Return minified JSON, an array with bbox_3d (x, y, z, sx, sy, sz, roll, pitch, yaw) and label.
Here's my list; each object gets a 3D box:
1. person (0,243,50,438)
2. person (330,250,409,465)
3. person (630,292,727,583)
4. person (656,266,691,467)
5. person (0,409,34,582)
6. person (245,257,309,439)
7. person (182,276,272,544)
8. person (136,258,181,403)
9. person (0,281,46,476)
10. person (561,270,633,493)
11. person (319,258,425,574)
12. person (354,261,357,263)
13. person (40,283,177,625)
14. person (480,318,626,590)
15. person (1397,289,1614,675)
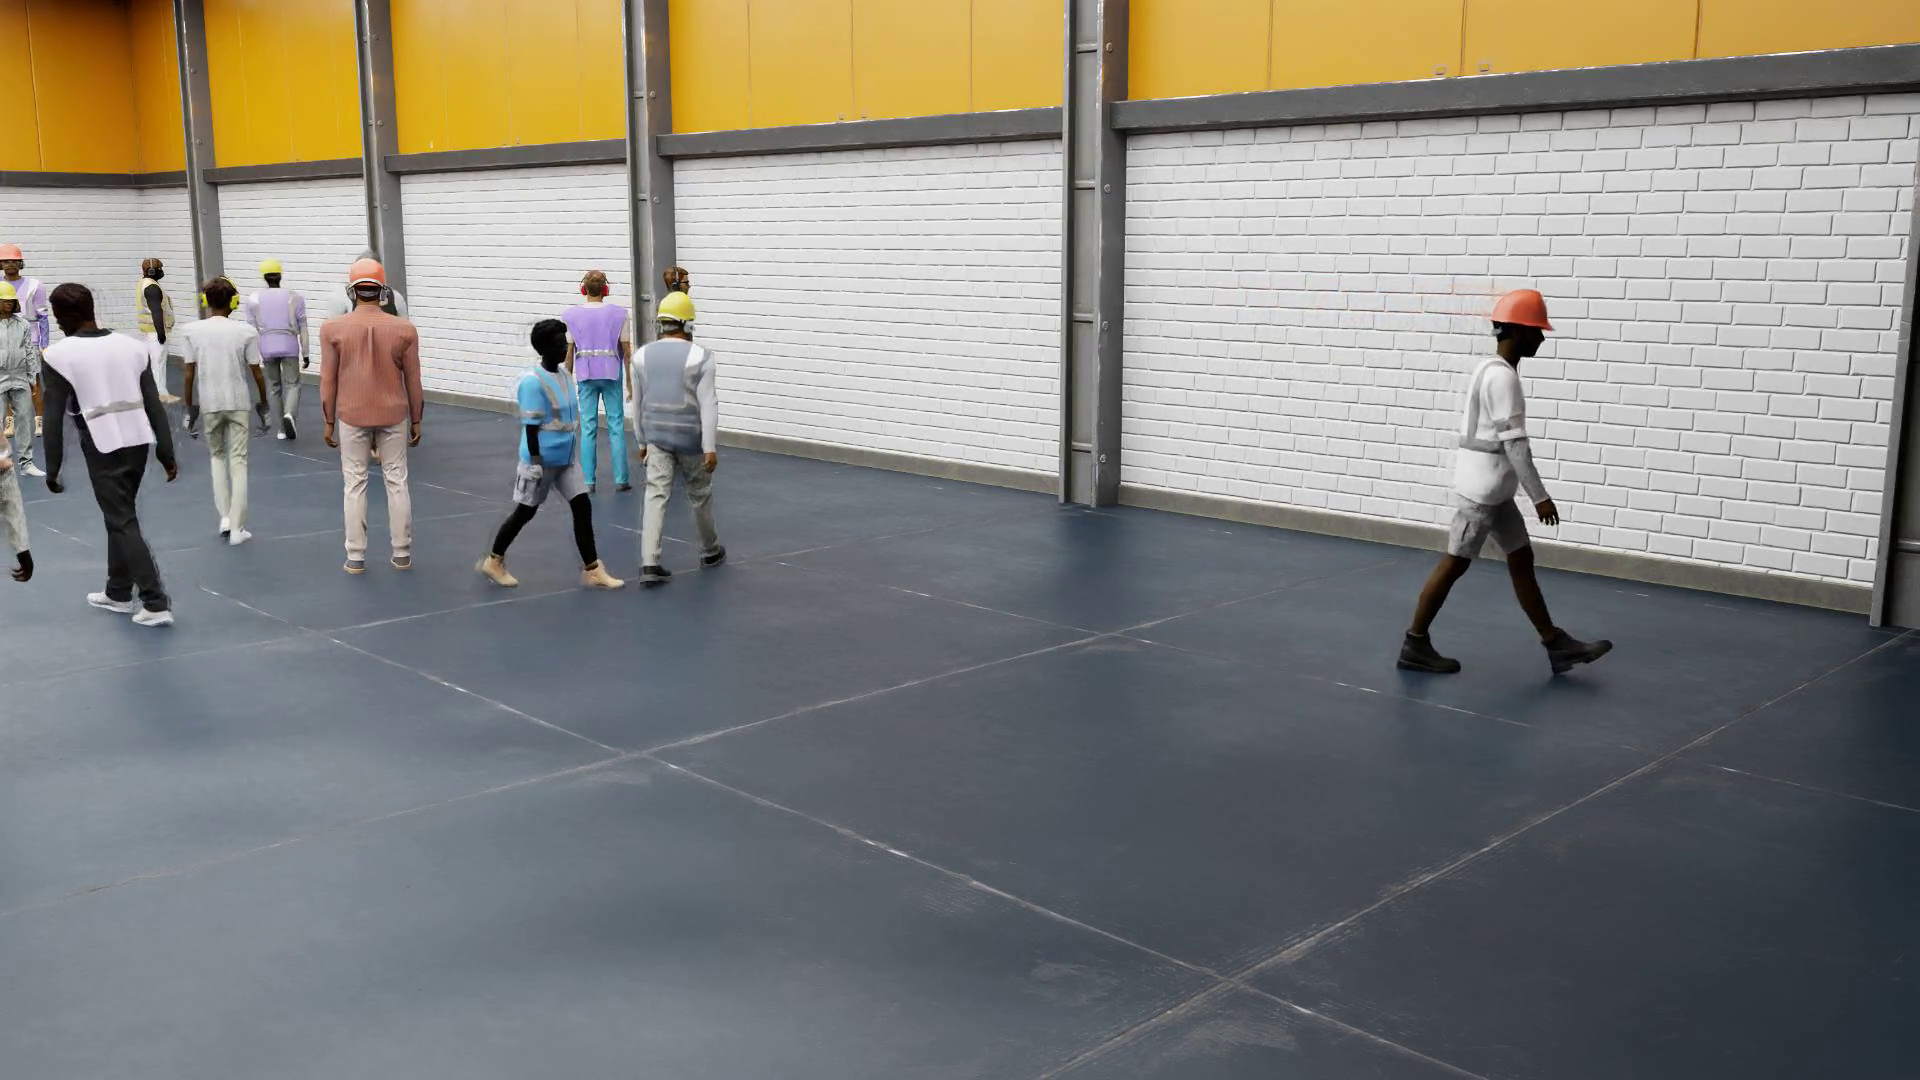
[{"bbox_3d":[-9.956,-2.099,17.569,0.614,2.048,0.361,-3,11,-18],"label":"person"},{"bbox_3d":[-5.485,-1.741,15.638,0.700,2.000,1.039,-8,13,-36],"label":"person"},{"bbox_3d":[-1.755,-0.643,10.347,0.609,1.784,0.959,3,11,15],"label":"person"},{"bbox_3d":[-2.626,-1.600,15.403,0.328,1.844,0.514,-6,12,-31],"label":"person"},{"bbox_3d":[-3.976,0.004,6.512,0.806,1.890,0.612,9,14,40],"label":"person"},{"bbox_3d":[-7.051,-1.959,17.212,0.588,1.911,0.673,-3,11,-16],"label":"person"},{"bbox_3d":[-5.108,-0.908,11.620,0.553,1.848,0.598,-2,11,-11],"label":"person"},{"bbox_3d":[-10.261,-2.673,21.268,0.429,1.843,0.630,-8,13,-36],"label":"person"},{"bbox_3d":[-8.317,-1.388,14.558,0.340,1.735,0.483,6,12,29],"label":"person"},{"bbox_3d":[-2.997,-1.308,13.804,0.563,1.847,0.389,-2,11,-10],"label":"person"},{"bbox_3d":[-3.725,-0.780,10.562,0.619,1.989,0.396,-5,11,-24],"label":"person"},{"bbox_3d":[-6.238,-2.002,17.459,0.550,1.899,0.776,-1,10,-6],"label":"person"},{"bbox_3d":[-4.704,-0.467,9.163,0.898,1.868,0.614,5,12,27],"label":"person"},{"bbox_3d":[-2.509,-0.506,9.970,0.884,1.654,0.532,3,11,16],"label":"person"},{"bbox_3d":[2.622,-0.252,7.972,1.023,1.868,0.544,3,11,18],"label":"person"}]
